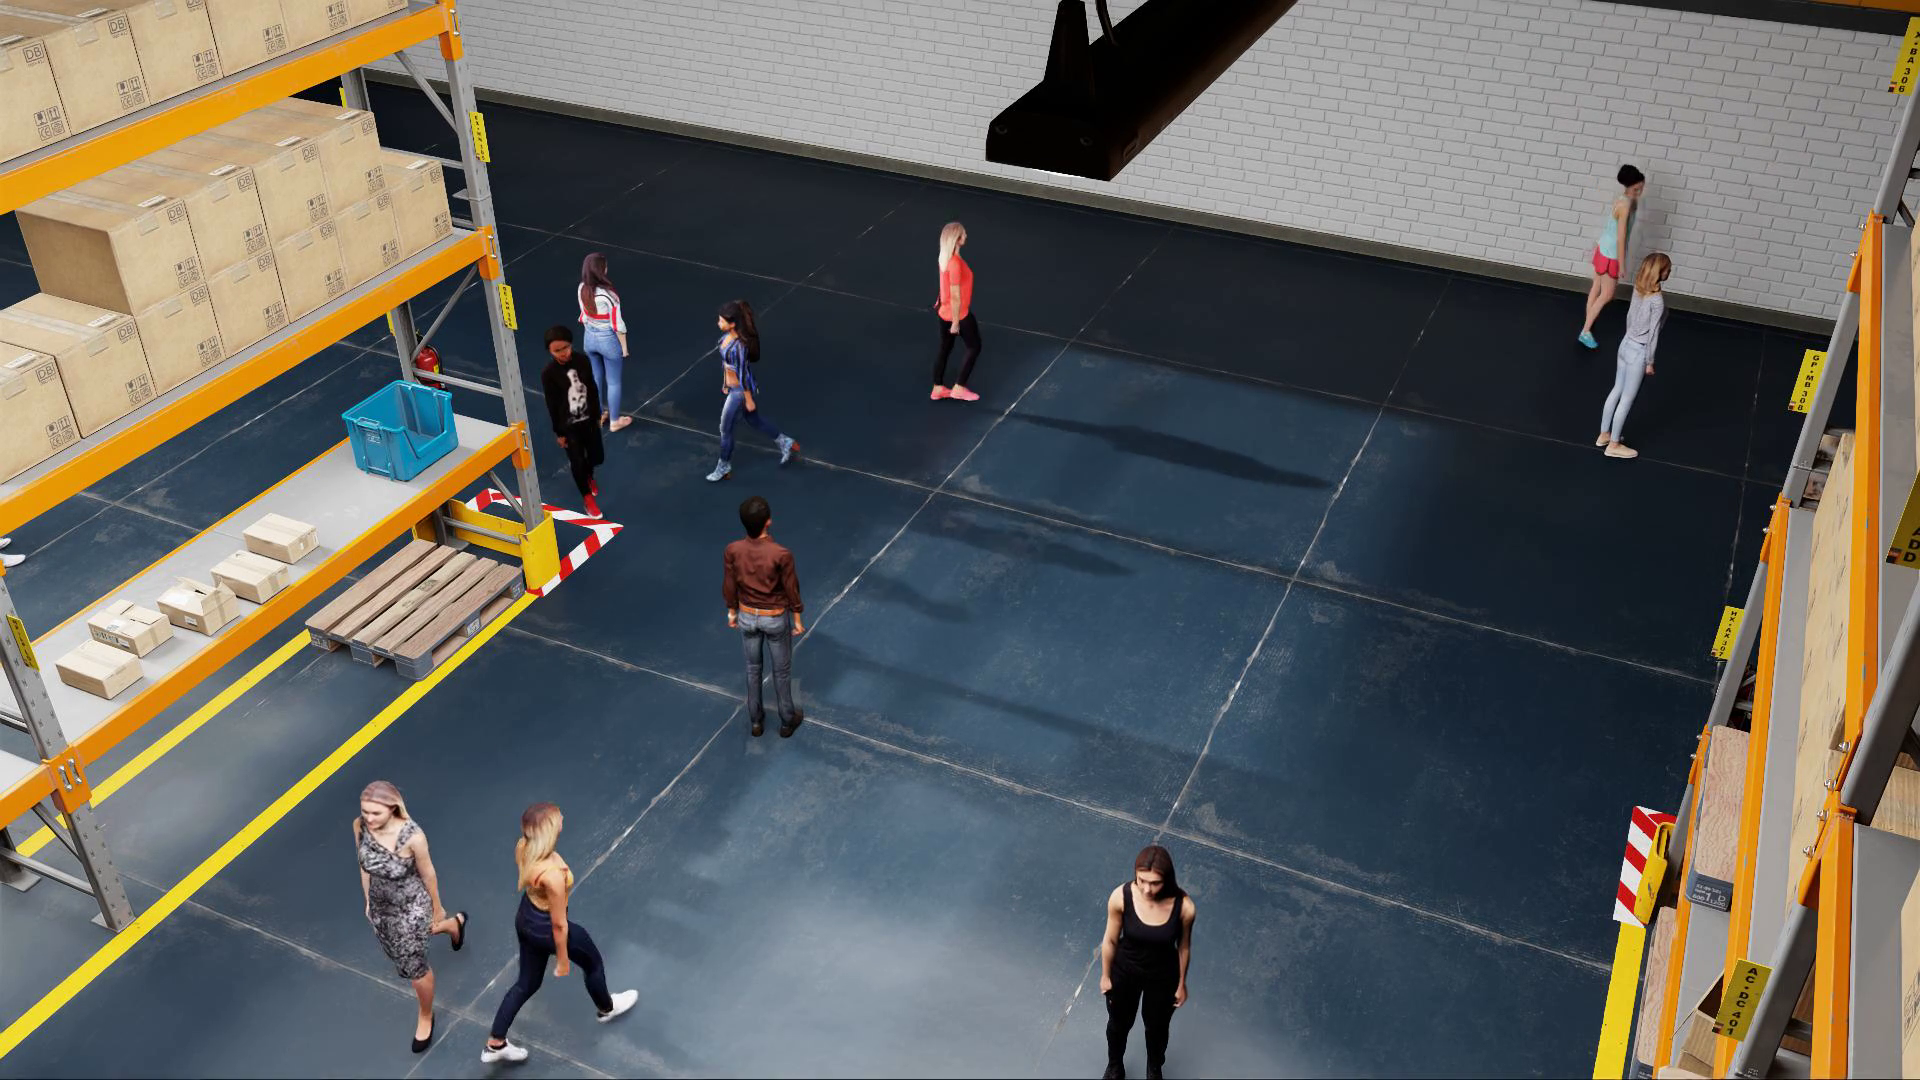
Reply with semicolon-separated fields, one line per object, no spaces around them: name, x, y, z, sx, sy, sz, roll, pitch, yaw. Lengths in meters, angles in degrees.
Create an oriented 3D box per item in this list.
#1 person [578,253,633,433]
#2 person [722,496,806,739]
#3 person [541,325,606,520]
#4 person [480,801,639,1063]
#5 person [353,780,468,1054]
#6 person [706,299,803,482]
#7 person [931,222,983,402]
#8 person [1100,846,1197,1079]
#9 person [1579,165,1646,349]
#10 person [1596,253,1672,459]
person;-3.037;-1.677;14.097;0.584;1.611;0.487;14;36;21
person;-1.257;0.508;10.659;0.704;1.778;0.611;5;34;8
person;-3.035;-0.949;12.956;0.777;1.661;0.818;-25;41;-32
person;-2.178;2.053;8.507;1.181;1.588;0.871;-25;41;-33
person;-2.859;1.853;8.723;0.601;1.682;0.956;11;35;16
person;-1.693;-1.204;13.407;1.080;1.588;1.061;-8;35;-13
person;-0.147;-1.946;14.441;0.815;1.679;0.754;-11;35;-17
person;0.920;2.160;8.255;0.646;1.688;0.621;6;34;8
person;6.051;-2.689;15.481;0.832;1.765;0.517;2;34;3
person;5.570;-1.530;13.709;0.725;1.796;0.608;-3;34;-4
